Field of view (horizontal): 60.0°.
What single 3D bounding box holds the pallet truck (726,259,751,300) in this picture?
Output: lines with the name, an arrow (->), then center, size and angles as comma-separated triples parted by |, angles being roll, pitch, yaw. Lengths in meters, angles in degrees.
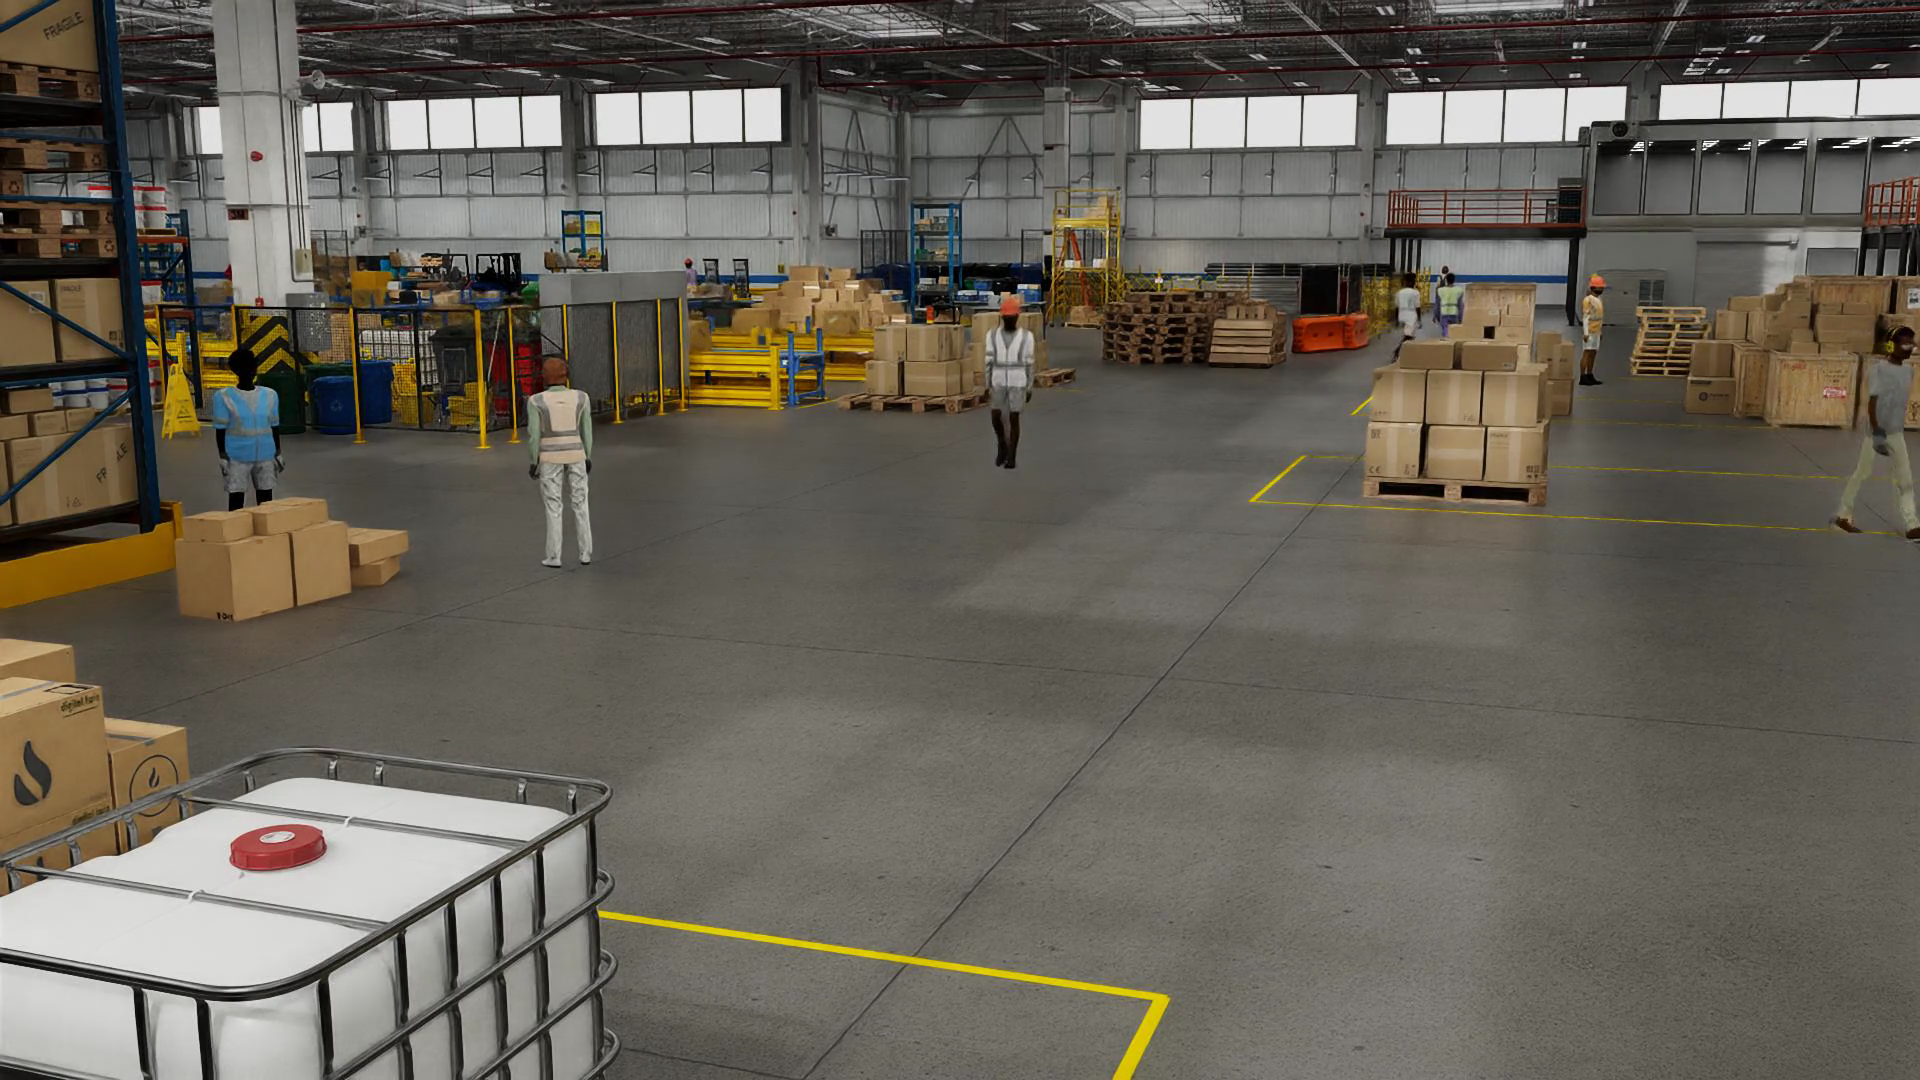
pallet truck -> -7.986, -9.493, 62.019 | 0.823, 1.965, 1.885 | 3, 11, 17

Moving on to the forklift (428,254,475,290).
forklift -> -20.133, -10.254, 65.465 | 1.157, 1.987, 2.680 | 3, 11, 19

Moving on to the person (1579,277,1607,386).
person -> 11.328, -3.726, 29.715 | 0.552, 1.934, 0.363 | -9, 13, -41

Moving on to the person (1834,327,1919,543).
person -> 7.906, -0.904, 14.170 | 0.517, 1.817, 0.995 | -2, 10, -12

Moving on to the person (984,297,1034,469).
person -> 0.541, -1.749, 18.620 | 0.578, 1.922, 0.404 | 2, 10, 12

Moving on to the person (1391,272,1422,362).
person -> 9.269, -4.594, 34.575 | 0.772, 1.946, 0.620 | -6, 12, -30

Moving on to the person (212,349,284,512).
person -> -5.570, -0.646, 13.048 | 0.319, 1.696, 0.532 | 10, 14, 43

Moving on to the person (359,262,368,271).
person -> -20.508, -8.601, 57.273 | 0.407, 1.902, 0.638 | -3, 11, -17

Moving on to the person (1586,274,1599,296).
person -> 16.174, -5.917, 42.536 | 0.310, 1.769, 0.522 | 9, 13, 41

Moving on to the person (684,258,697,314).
person -> -9.346, -8.699, 57.455 | 0.406, 2.034, 0.608 | 7, 12, 34

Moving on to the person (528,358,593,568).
person -> -3.098, -0.597, 12.935 | 0.512, 1.638, 0.312 | -6, 12, -29

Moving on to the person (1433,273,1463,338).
person -> 10.952, -5.025, 37.238 | 0.592, 1.884, 0.946 | 0, 10, 1

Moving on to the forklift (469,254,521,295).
forklift -> -17.990, -10.121, 64.684 | 1.157, 1.987, 2.680 | 3, 11, 17

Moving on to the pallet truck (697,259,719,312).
pallet truck -> -9.165, -9.627, 62.776 | 0.823, 1.965, 1.885 | 4, 11, 23

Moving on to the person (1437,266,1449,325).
person -> 15.215, -7.680, 52.240 | 0.508, 1.846, 0.345 | 8, 13, 38

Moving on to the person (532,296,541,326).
person -> -7.299, -3.507, 29.399 | 0.782, 1.598, 0.525 | 3, 10, 15
